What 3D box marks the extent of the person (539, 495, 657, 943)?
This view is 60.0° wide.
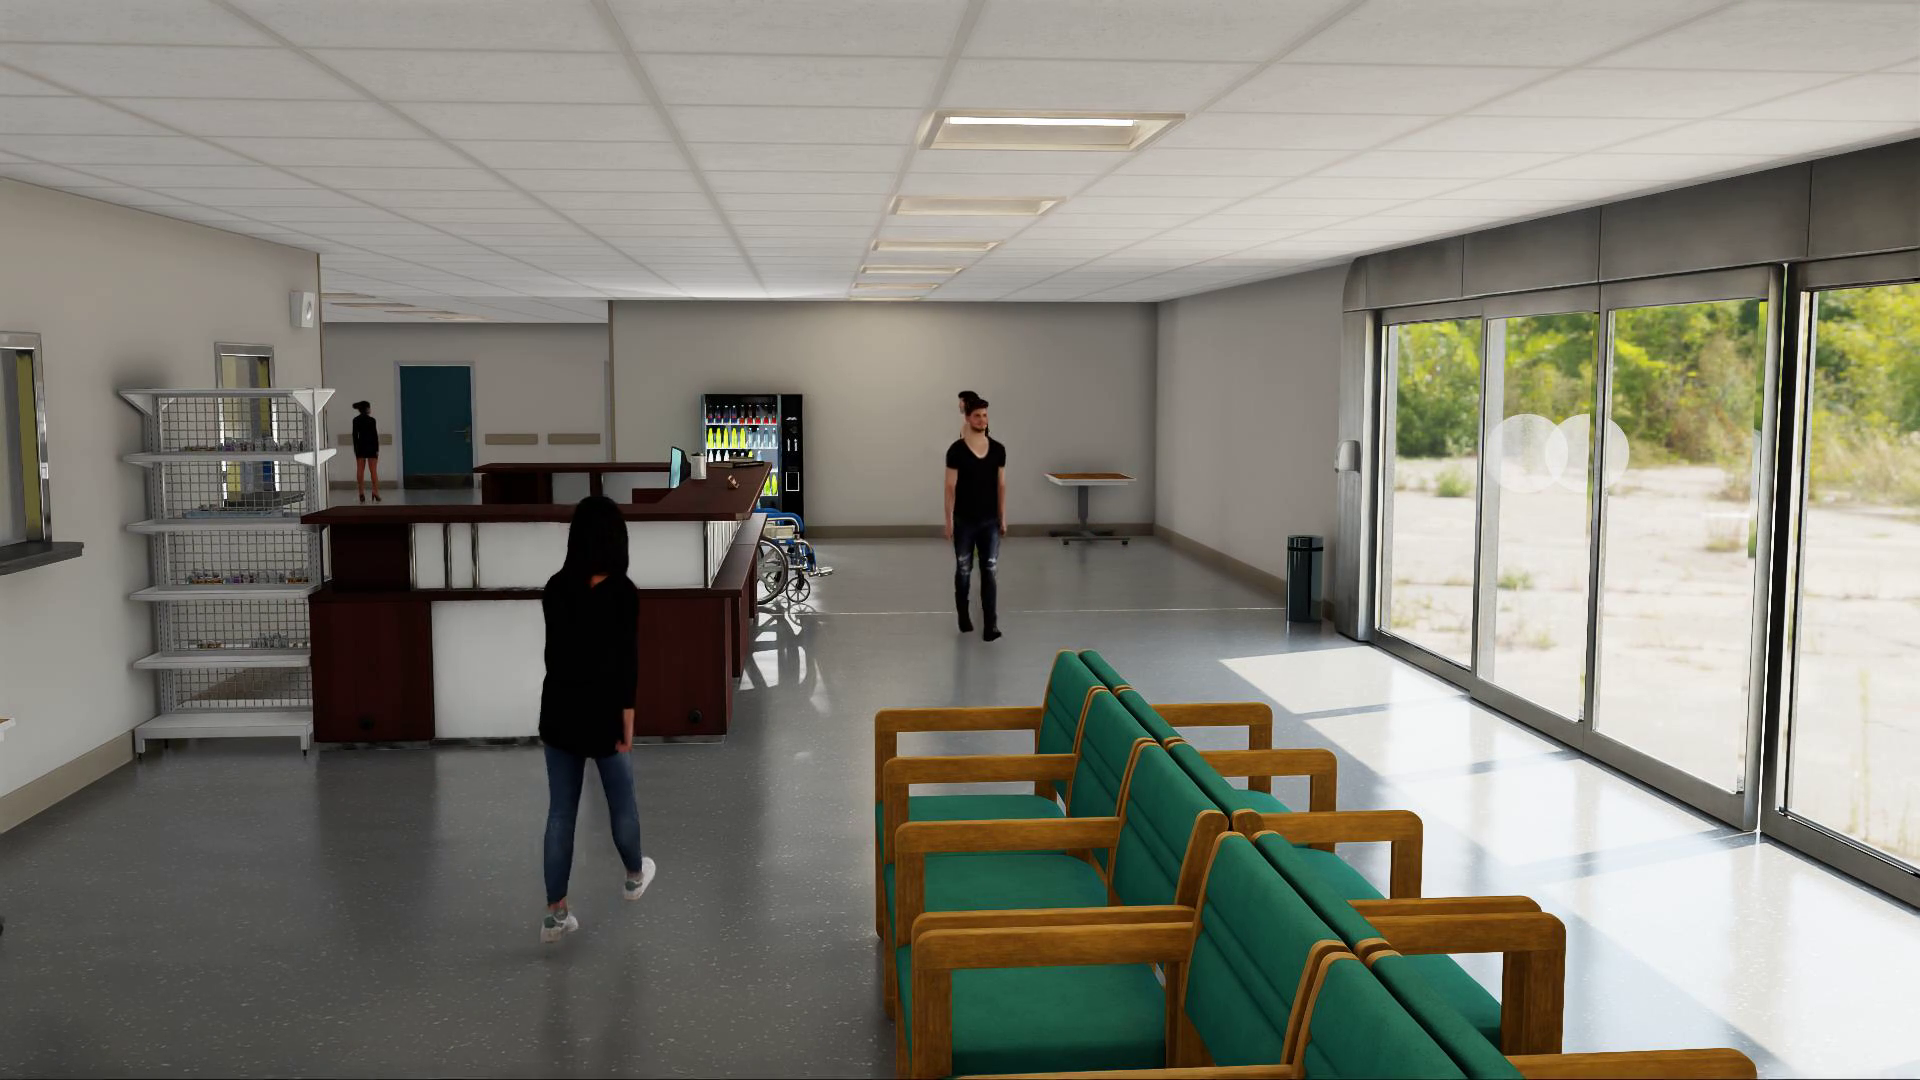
[{"bbox_3d":[-1.410,0.678,6.139,1.023,1.606,0.780,1,6,6],"label":"person"}]

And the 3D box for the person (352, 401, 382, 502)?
[{"bbox_3d":[-9.674,-1.450,27.114,0.549,1.640,0.656,0,6,4],"label":"person"}]

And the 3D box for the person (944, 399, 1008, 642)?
[{"bbox_3d":[0.094,-0.137,13.021,1.202,1.848,0.869,-1,6,-12],"label":"person"}]

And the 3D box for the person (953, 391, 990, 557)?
[{"bbox_3d":[0.230,-0.746,18.914,0.819,1.881,0.827,2,6,18],"label":"person"}]
